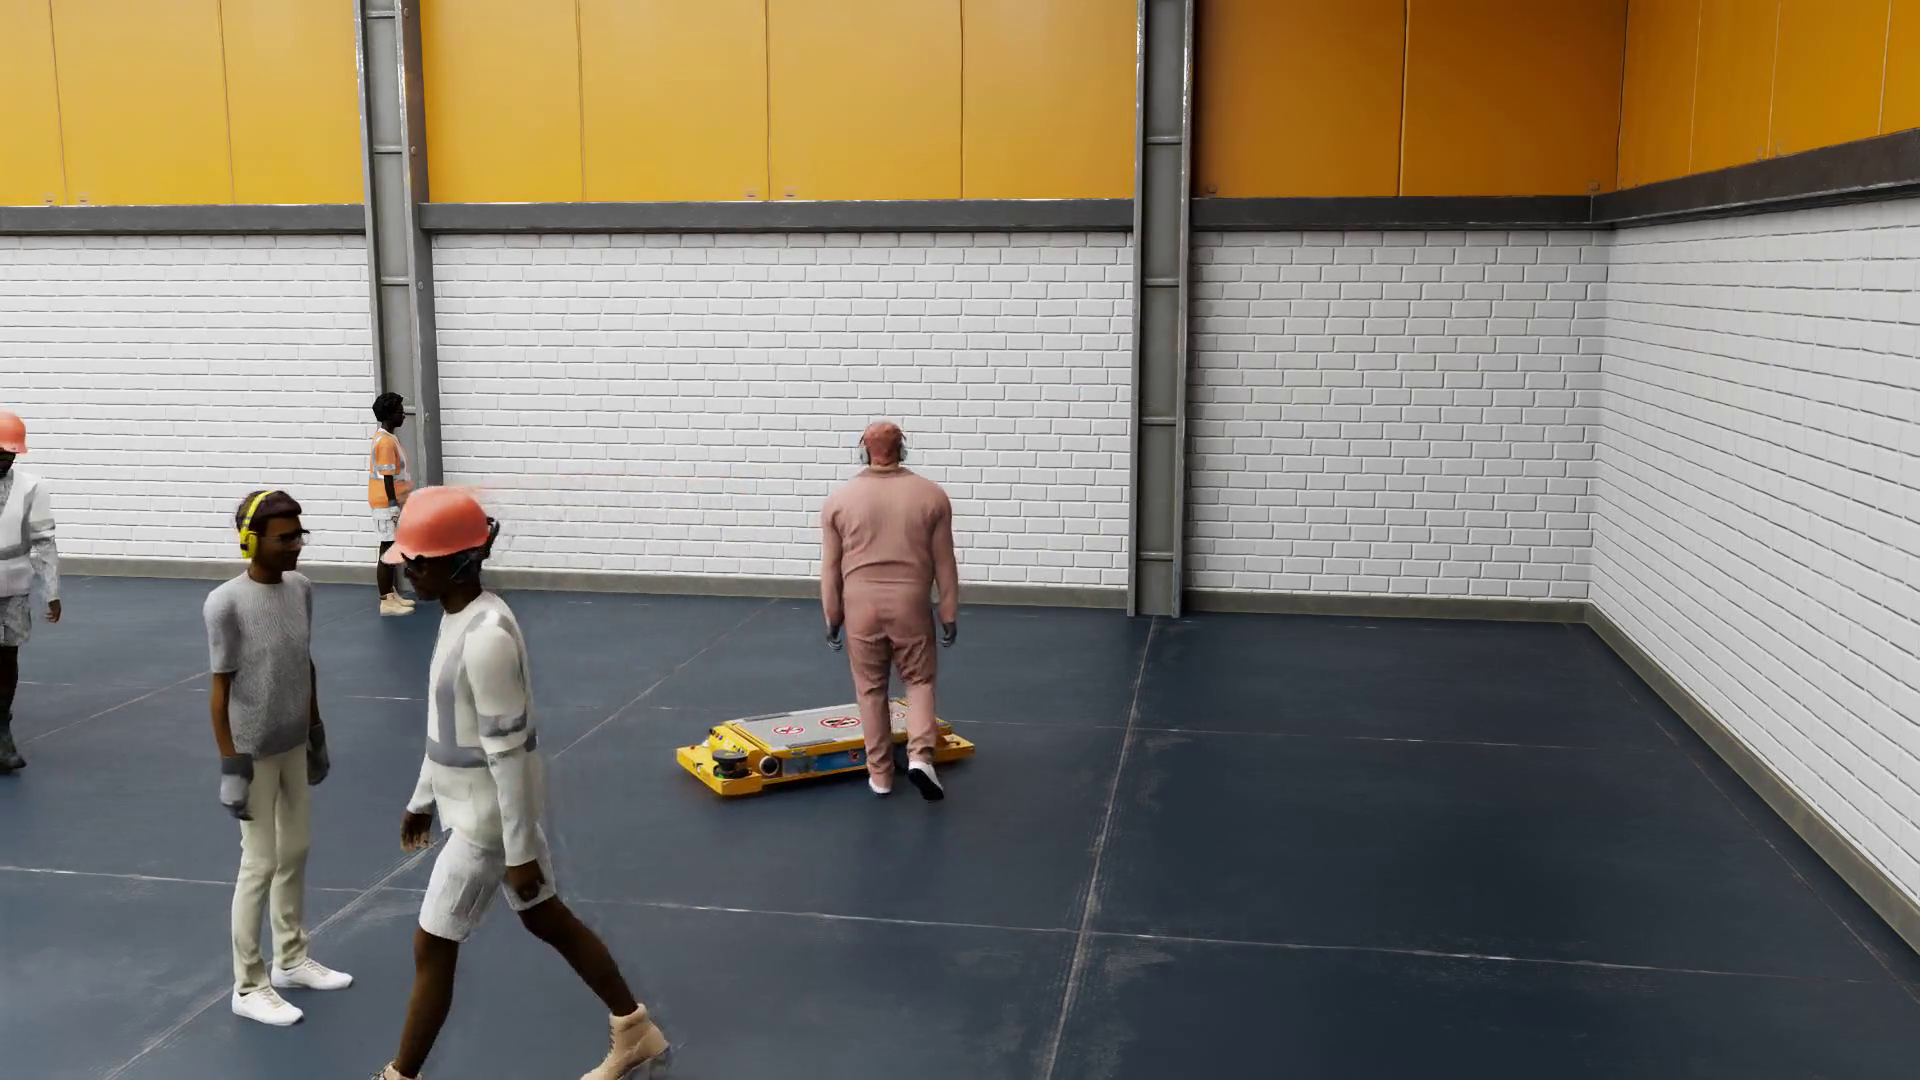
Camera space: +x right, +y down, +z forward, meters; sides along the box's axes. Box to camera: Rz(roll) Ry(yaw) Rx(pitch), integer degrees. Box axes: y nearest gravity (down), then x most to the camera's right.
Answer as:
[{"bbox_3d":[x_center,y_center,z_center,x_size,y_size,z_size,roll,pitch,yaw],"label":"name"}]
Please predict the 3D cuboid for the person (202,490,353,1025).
[{"bbox_3d":[-2.402,0.744,5.833,0.339,1.859,0.533,3,10,18],"label":"person"}]

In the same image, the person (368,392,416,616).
[{"bbox_3d":[-4.321,-0.274,12.617,0.320,1.694,0.532,-3,10,-16],"label":"person"}]

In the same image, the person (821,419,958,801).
[{"bbox_3d":[-0.348,0.359,8.120,0.671,1.882,0.541,0,9,-3],"label":"person"}]

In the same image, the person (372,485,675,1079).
[{"bbox_3d":[-1.405,0.809,5.065,1.109,1.988,0.611,-3,10,-16],"label":"person"}]

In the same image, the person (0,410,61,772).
[{"bbox_3d":[-5.037,0.260,8.707,0.562,1.881,0.886,-8,12,-42],"label":"person"}]

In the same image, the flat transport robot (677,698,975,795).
[{"bbox_3d":[-0.698,1.062,8.740,1.431,0.197,0.652,-5,10,-28],"label":"flat transport robot"}]
